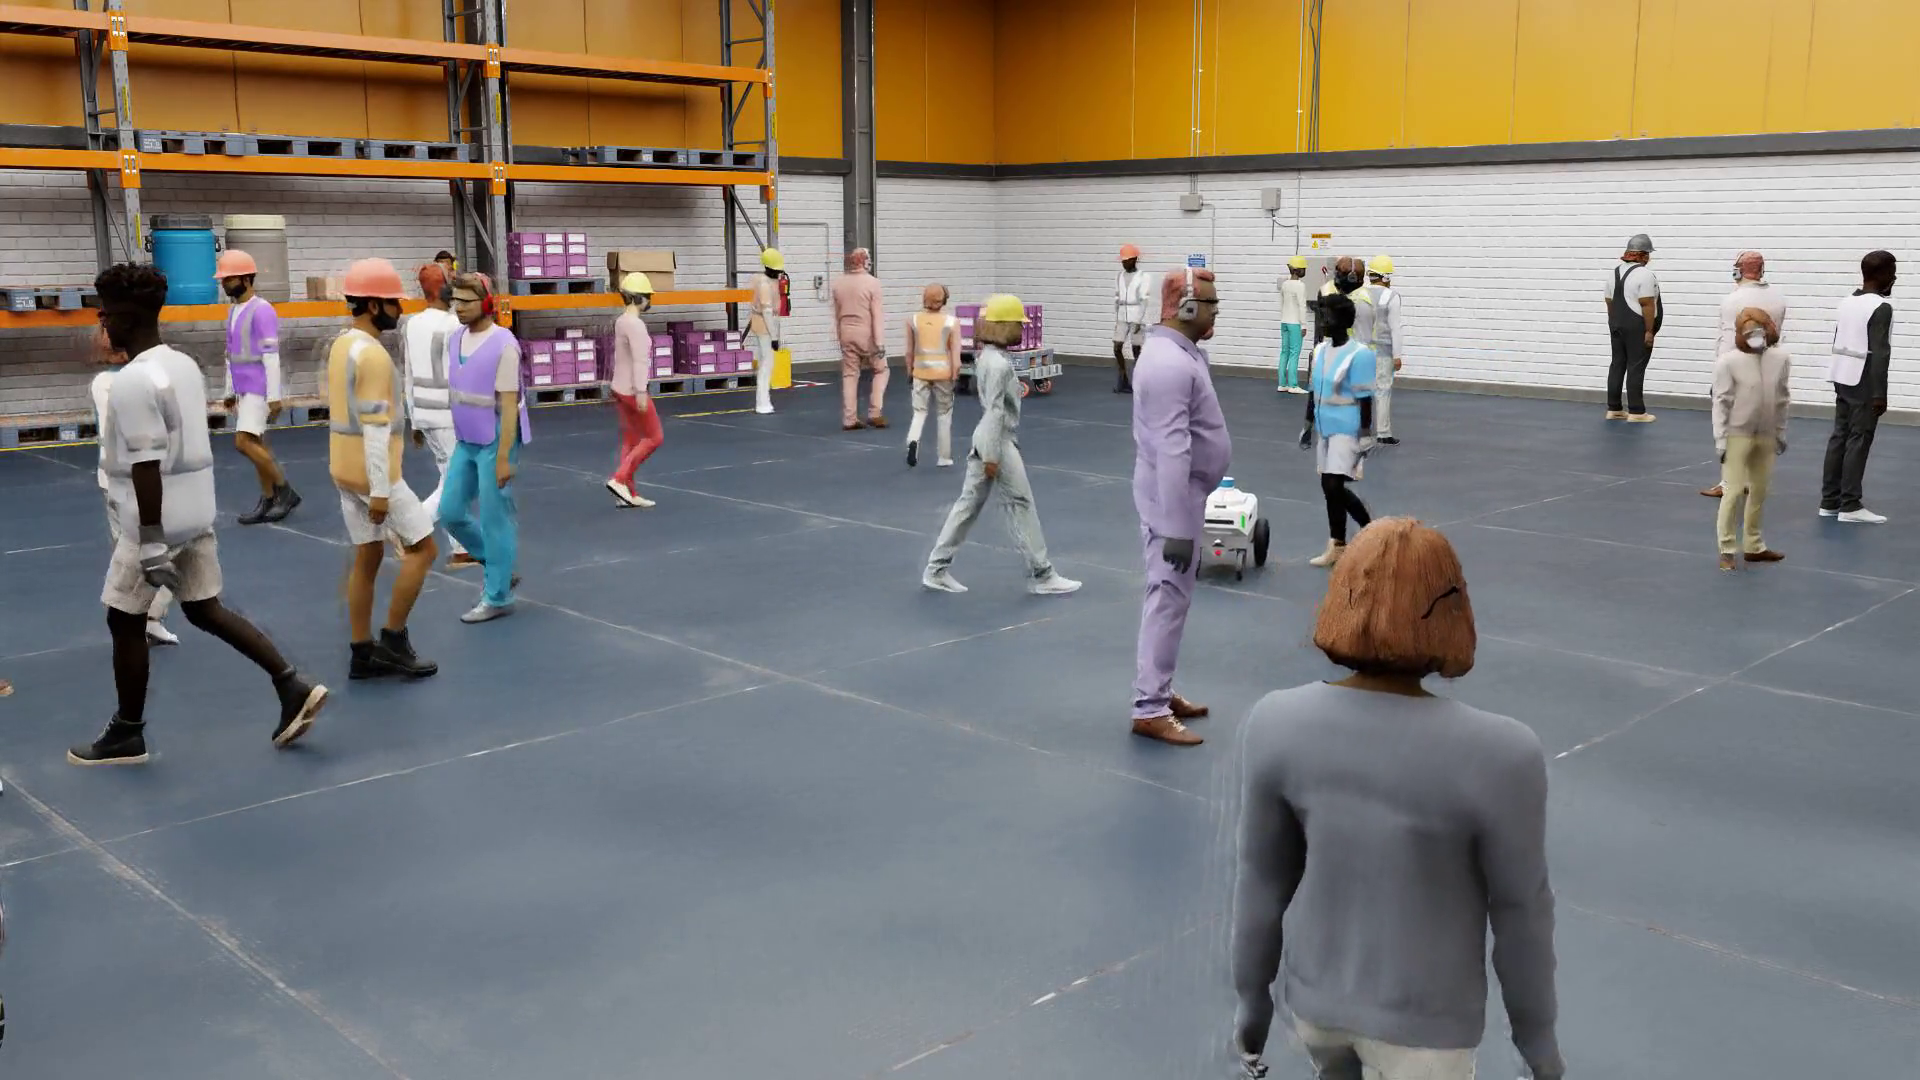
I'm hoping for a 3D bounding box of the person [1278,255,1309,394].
[{"bbox_3d":[4.297,-2.758,21.336,0.315,1.767,0.535,-4,11,-19],"label":"person"}]

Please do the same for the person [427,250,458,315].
[{"bbox_3d":[-5.496,-2.187,17.976,0.538,1.860,0.327,-2,11,-11],"label":"person"}]

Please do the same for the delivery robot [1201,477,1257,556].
[{"bbox_3d":[1.606,-0.138,10.097,0.477,0.478,0.707,3,11,15],"label":"delivery robot"}]

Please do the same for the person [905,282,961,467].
[{"bbox_3d":[-0.248,-1.407,14.360,0.520,1.618,0.626,3,11,15],"label":"person"}]

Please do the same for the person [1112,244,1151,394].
[{"bbox_3d":[2.170,-2.805,21.207,0.541,1.913,0.517,8,13,36],"label":"person"}]

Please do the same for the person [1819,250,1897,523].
[{"bbox_3d":[6.379,-1.088,11.810,0.371,1.916,0.597,0,10,1],"label":"person"}]

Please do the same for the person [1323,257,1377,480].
[{"bbox_3d":[3.226,-1.417,13.814,0.430,1.845,0.624,1,10,3],"label":"person"}]

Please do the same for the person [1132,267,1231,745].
[{"bbox_3d":[0.893,-0.142,6.757,0.400,1.902,0.688,1,10,5],"label":"person"}]

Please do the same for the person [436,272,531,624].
[{"bbox_3d":[-2.485,-0.479,8.706,0.605,1.831,0.435,9,14,42],"label":"person"}]

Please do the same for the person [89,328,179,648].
[{"bbox_3d":[-3.975,-0.263,8.080,0.536,1.626,0.371,5,12,27],"label":"person"}]

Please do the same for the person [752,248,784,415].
[{"bbox_3d":[-2.189,-2.381,19.006,0.377,1.880,0.722,-1,10,-5],"label":"person"}]

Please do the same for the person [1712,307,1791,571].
[{"bbox_3d":[4.841,-0.606,10.059,0.687,1.595,0.337,-3,11,-16],"label":"person"}]

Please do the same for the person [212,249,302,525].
[{"bbox_3d":[-4.953,-1.052,11.593,0.399,1.920,0.559,-9,14,-41],"label":"person"}]

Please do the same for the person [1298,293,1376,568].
[{"bbox_3d":[2.292,-0.647,10.065,0.386,1.683,0.541,-3,11,-18],"label":"person"}]

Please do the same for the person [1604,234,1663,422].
[{"bbox_3d":[7.387,-2.314,18.161,0.535,2.000,0.673,-3,11,-16],"label":"person"}]

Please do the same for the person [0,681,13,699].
[{"bbox_3d":[-4.648,-0.206,6.940,0.968,1.951,0.659,-5,12,-26],"label":"person"}]

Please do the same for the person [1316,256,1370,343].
[{"bbox_3d":[4.215,-2.206,18.235,0.615,1.808,0.882,2,11,10],"label":"person"}]

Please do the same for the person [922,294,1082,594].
[{"bbox_3d":[0.202,-0.526,9.349,0.901,1.698,0.503,-1,10,-7],"label":"person"}]

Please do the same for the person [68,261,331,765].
[{"bbox_3d":[-2.965,-0.085,6.365,0.910,1.919,0.607,-1,10,-3],"label":"person"}]

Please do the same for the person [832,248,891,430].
[{"bbox_3d":[-0.972,-2.091,17.351,0.680,1.887,0.617,7,13,35],"label":"person"}]

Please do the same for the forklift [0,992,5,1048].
[{"bbox_3d":[-3.245,0.323,3.363,2.313,2.155,1.214,2,11,13],"label":"forklift"}]

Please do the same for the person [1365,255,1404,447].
[{"bbox_3d":[4.021,-1.816,16.016,0.404,1.833,0.588,-8,13,-39],"label":"person"}]

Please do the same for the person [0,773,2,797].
[{"bbox_3d":[-3.636,0.021,5.736,0.382,1.928,0.587,3,11,14],"label":"person"}]

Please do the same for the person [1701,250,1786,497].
[{"bbox_3d":[6.029,-1.269,12.842,0.642,1.905,0.399,-6,12,-29],"label":"person"}]

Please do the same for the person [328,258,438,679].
[{"bbox_3d":[-2.612,-0.305,7.558,0.500,1.921,0.543,-8,13,-38],"label":"person"}]

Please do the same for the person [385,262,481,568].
[{"bbox_3d":[-3.120,-0.712,9.906,0.585,1.866,0.713,9,14,41],"label":"person"}]

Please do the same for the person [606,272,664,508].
[{"bbox_3d":[-2.387,-1.089,12.271,0.368,1.752,0.552,-5,11,-25],"label":"person"}]

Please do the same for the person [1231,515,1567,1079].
[{"bbox_3d":[0.637,0.757,2.617,0.498,1.597,0.812,10,14,44],"label":"person"}]
